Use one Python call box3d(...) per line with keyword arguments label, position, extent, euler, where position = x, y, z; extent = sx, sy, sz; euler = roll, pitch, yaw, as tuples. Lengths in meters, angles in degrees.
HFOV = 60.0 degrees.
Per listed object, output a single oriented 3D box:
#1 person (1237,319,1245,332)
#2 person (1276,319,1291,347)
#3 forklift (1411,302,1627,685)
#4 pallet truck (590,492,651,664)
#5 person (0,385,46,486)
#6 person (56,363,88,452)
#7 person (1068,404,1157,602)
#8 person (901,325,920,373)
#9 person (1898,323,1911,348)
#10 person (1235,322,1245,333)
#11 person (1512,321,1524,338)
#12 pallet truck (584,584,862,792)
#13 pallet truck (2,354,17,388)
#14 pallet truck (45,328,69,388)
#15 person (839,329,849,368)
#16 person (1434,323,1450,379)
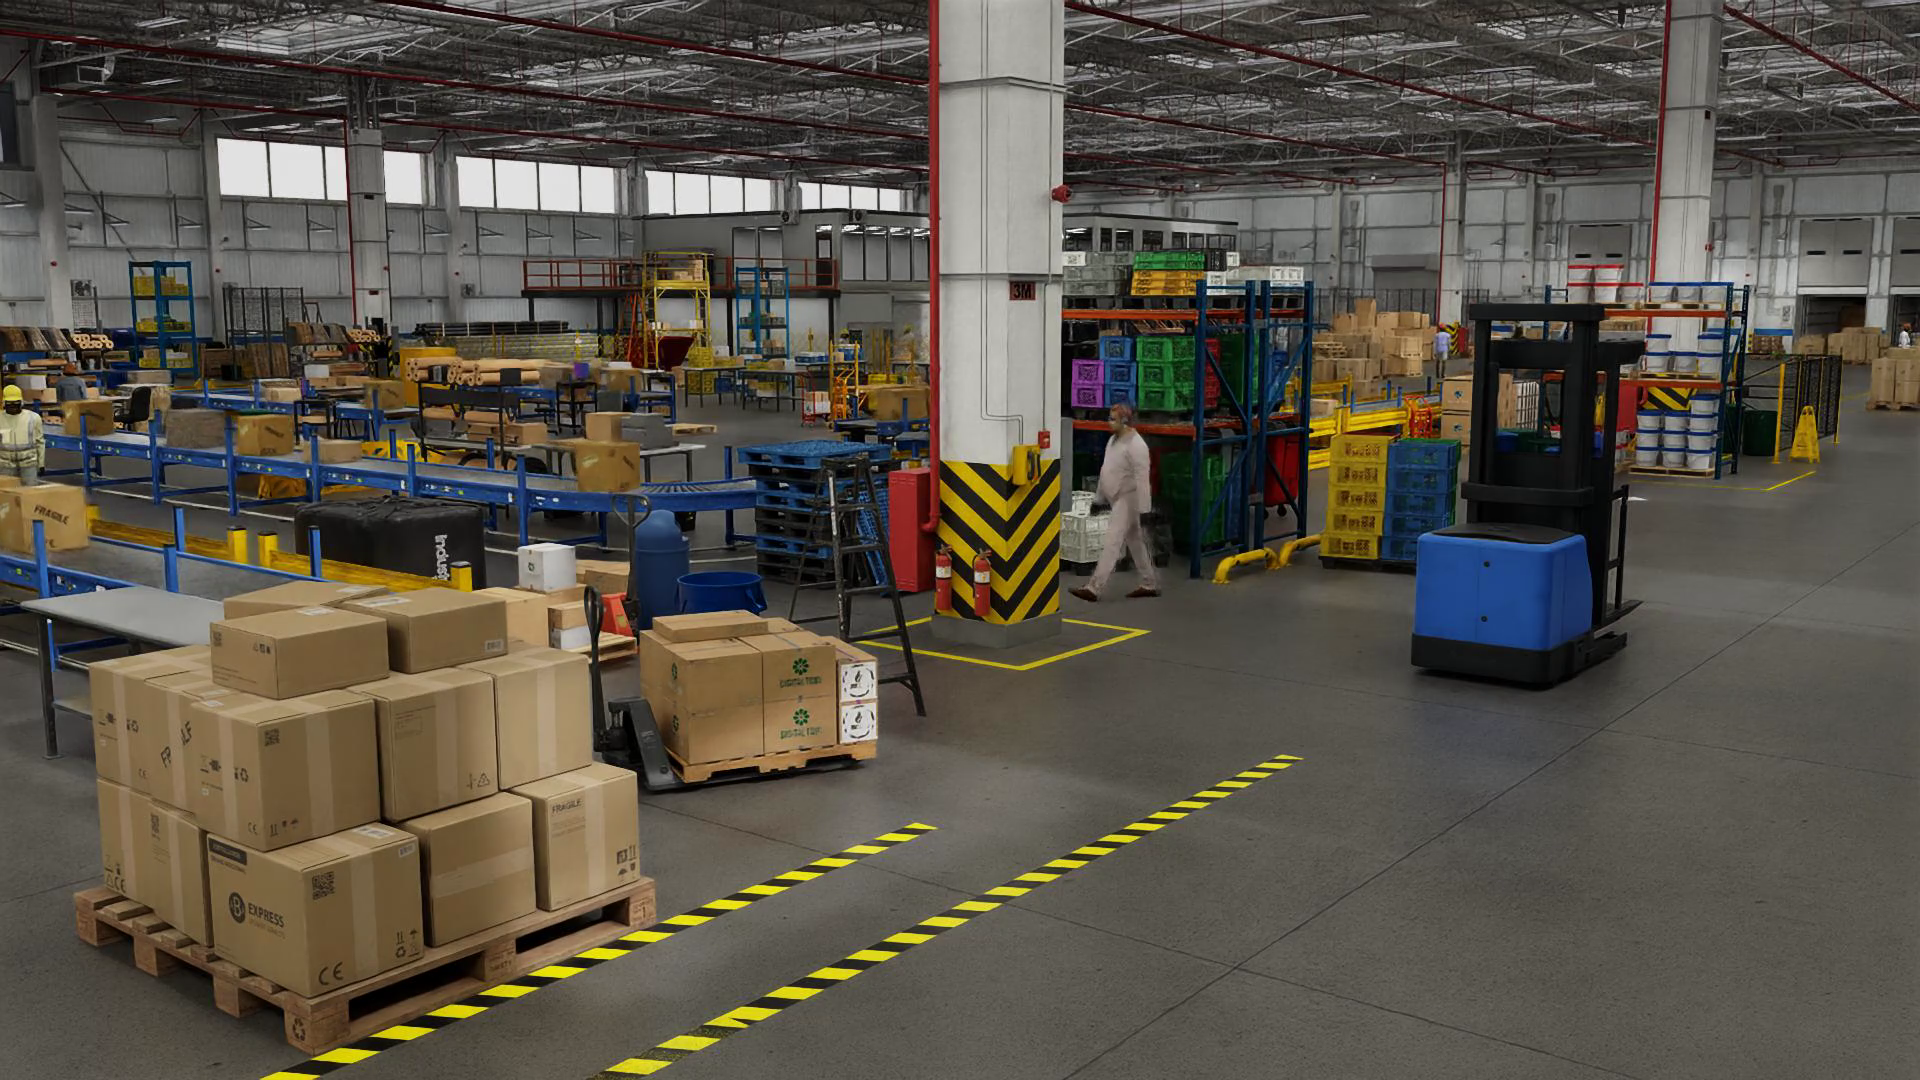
box3d(label="person", position=(11.606, -8.223, 68.551), extent=(0.385, 1.929, 0.539), euler=(3, 9, 21))
box3d(label="person", position=(13.307, -8.156, 68.342), extent=(0.590, 1.860, 0.843), euler=(4, 9, 26))
box3d(label="forklift", position=(4.379, -0.438, 12.852), extent=(1.129, 2.768, 1.873), euler=(7, 11, 37))
box3d(label="pallet truck", position=(-3.115, 0.344, 12.883), extent=(0.653, 1.274, 1.630), euler=(7, 11, 37))
box3d(label="person", position=(-11.114, -0.916, 19.613), extent=(0.591, 1.826, 0.403), euler=(-4, 9, -27))
box3d(label="person", position=(-16.243, -2.427, 30.446), extent=(0.507, 1.631, 0.266), euler=(-2, 9, -14))
box3d(label="person", position=(1.453, -0.343, 15.628), extent=(0.988, 1.856, 0.643), euler=(-2, 9, -14))
box3d(label="person", position=(-1.762, -6.618, 58.168), extent=(0.886, 1.799, 0.584), euler=(7, 11, 40))
box3d(label="person", position=(32.266, -6.469, 56.855), extent=(0.337, 1.880, 0.583), euler=(5, 10, 28))
box3d(label="person", position=(9.254, -6.239, 55.038), extent=(0.623, 1.968, 0.811), euler=(0, 8, 3))
box3d(label="person", position=(25.797, -9.402, 76.928), extent=(0.530, 1.806, 0.961), euler=(1, 8, 5))
box3d(label="pallet truck", position=(-1.426, 0.805, 10.019), extent=(1.601, 1.201, 0.680), euler=(-4, 9, -26))
box3d(label="pallet truck", position=(-24.881, -4.417, 42.634), extent=(1.885, 1.965, 0.823), euler=(8, 11, 41))
box3d(label="pallet truck", position=(-23.775, -4.544, 43.495), extent=(1.885, 1.965, 0.823), euler=(6, 10, 35))
box3d(label="person", position=(-3.718, -5.931, 53.691), extent=(0.284, 1.746, 0.492), euler=(5, 10, 29))
box3d(label="person", position=(16.409, -6.442, 56.654), extent=(0.548, 1.901, 0.957), euler=(2, 9, 15))
